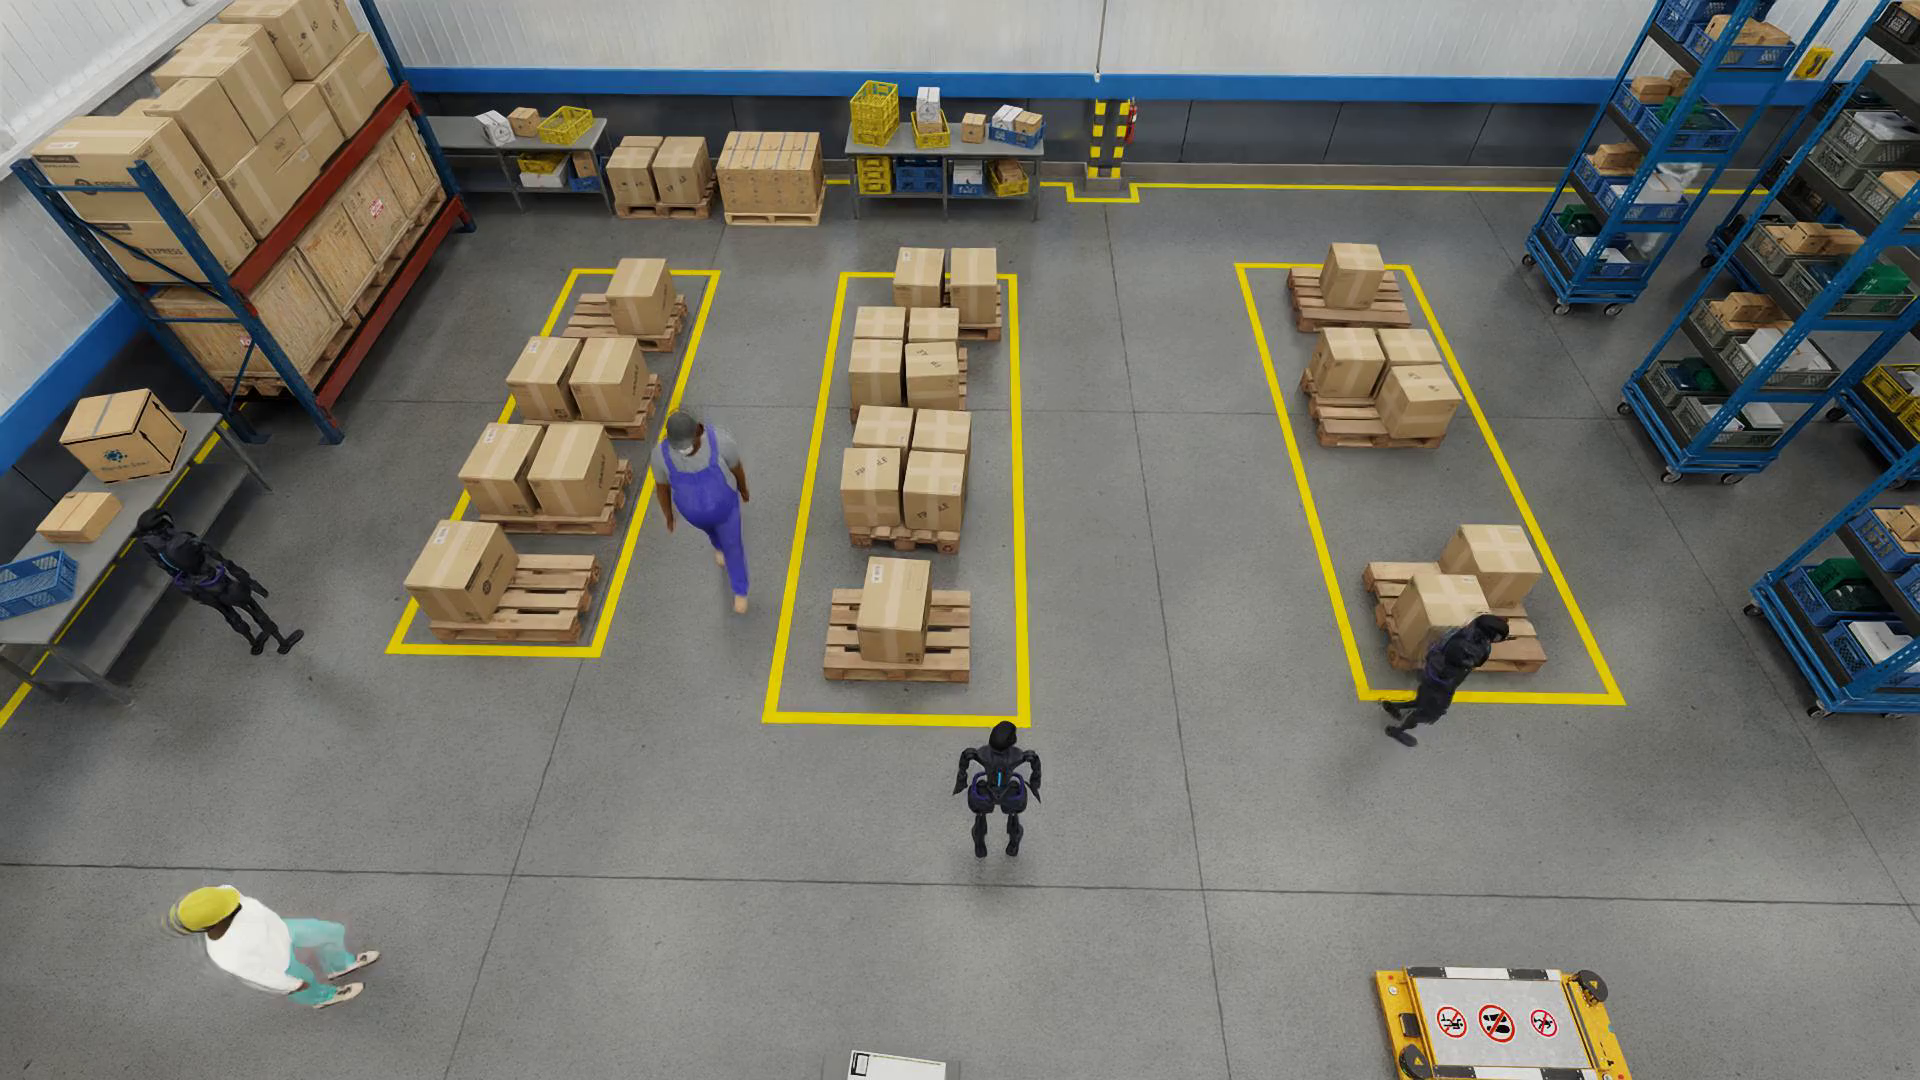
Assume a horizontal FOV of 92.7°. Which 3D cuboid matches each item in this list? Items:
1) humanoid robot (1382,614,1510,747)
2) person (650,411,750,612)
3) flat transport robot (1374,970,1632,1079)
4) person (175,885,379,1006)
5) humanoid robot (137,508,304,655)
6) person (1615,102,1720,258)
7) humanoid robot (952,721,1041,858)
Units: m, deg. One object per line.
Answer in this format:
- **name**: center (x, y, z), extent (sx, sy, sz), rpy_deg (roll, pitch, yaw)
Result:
- **humanoid robot**: center (3.562, 1.017, 6.745), extent (0.337, 1.642, 0.626), rpy_deg (24, 55, 18)
- **person**: center (-2.113, -0.273, 7.567), extent (0.703, 2.000, 1.012), rpy_deg (-6, 51, -5)
- **flat transport robot**: center (3.501, 3.133, 5.914), extent (1.431, 0.197, 0.652), rpy_deg (1, 51, 1)
- **person**: center (-4.058, 2.451, 5.525), extent (0.526, 1.749, 0.554), rpy_deg (-22, 54, -17)
- **humanoid robot**: center (-5.923, 0.345, 7.287), extent (0.611, 1.657, 0.320), rpy_deg (1, 51, 1)
- **person**: center (8.458, -4.291, 10.952), extent (0.391, 1.876, 0.593), rpy_deg (0, 51, 0)
- **humanoid robot**: center (0.251, 1.692, 6.191), extent (0.611, 1.654, 0.320), rpy_deg (1, 51, 1)
